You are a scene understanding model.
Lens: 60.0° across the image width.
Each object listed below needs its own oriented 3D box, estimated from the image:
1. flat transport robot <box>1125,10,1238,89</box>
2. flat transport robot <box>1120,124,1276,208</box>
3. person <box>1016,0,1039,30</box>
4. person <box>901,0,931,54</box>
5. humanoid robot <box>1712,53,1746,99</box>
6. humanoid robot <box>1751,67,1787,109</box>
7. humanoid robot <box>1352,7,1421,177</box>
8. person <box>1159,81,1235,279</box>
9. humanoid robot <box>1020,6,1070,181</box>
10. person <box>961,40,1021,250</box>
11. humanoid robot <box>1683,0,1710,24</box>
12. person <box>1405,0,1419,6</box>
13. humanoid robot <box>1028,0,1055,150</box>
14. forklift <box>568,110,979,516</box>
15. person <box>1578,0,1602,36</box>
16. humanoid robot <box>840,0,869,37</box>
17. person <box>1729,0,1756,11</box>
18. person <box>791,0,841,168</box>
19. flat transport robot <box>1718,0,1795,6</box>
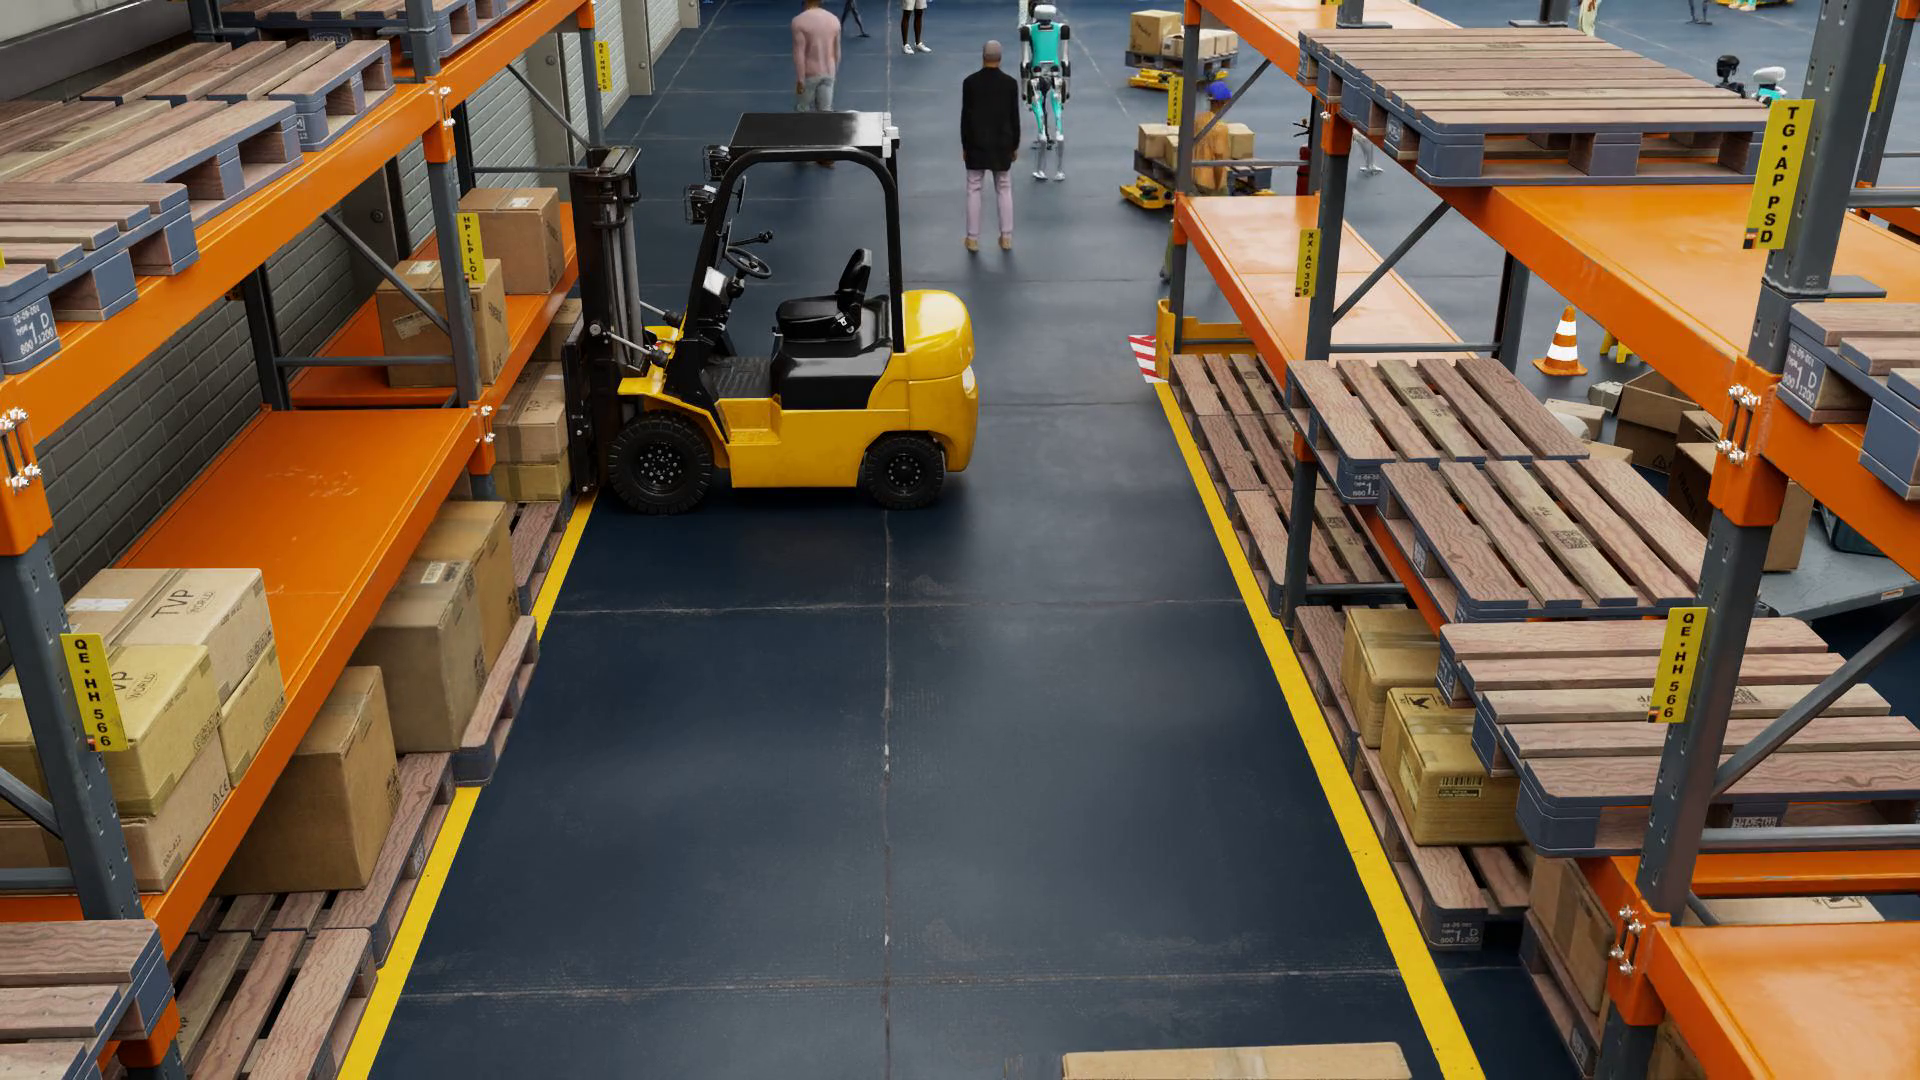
[{"bbox_3d":[3.013,-6.412,22.882,0.659,0.231,1.431,22,33,39],"label":"flat transport robot"},{"bbox_3d":[2.410,-3.561,16.844,1.431,0.231,0.659,-7,26,-15],"label":"flat transport robot"},{"bbox_3d":[1.139,-9.133,26.925,0.594,1.723,0.734,9,27,18],"label":"person"},{"bbox_3d":[-0.692,-8.285,24.942,0.544,1.899,0.377,-20,32,-36],"label":"person"},{"bbox_3d":[6.984,-3.685,15.466,0.586,1.640,0.567,-10,27,-21],"label":"humanoid robot"},{"bbox_3d":[6.531,-3.162,14.375,0.853,1.860,0.545,18,31,33],"label":"humanoid robot"},{"bbox_3d":[4.428,-4.668,17.594,0.763,1.877,0.543,0,25,0],"label":"humanoid robot"},{"bbox_3d":[2.097,-3.030,14.079,0.955,1.659,0.449,-15,29,-29],"label":"person"},{"bbox_3d":[0.918,-4.630,17.366,0.550,1.750,0.755,-2,25,-5],"label":"humanoid robot"},{"bbox_3d":[0.277,-3.529,14.949,0.538,1.840,0.422,0,25,0],"label":"person"},{"bbox_3d":[12.355,-9.413,27.589,0.506,1.642,0.609,15,29,28],"label":"humanoid robot"},{"bbox_3d":[6.245,-7.666,23.719,0.616,1.812,0.562,9,27,18],"label":"person"},{"bbox_3d":[0.924,-5.278,18.837,0.352,1.648,0.587,6,26,13],"label":"humanoid robot"},{"bbox_3d":[-1.043,-1.379,9.976,2.313,2.155,1.214,-1,25,-2],"label":"forklift"},{"bbox_3d":[9.008,-7.695,23.723,0.413,1.878,0.606,5,26,10],"label":"person"},{"bbox_3d":[-1.797,-8.868,26.477,0.770,1.628,0.599,11,27,21],"label":"humanoid robot"},{"bbox_3d":[13.939,-10.285,29.157,0.373,1.917,0.488,-5,26,-10],"label":"person"},{"bbox_3d":[-1.545,-5.018,18.024,0.648,1.896,0.681,-17,30,-32],"label":"person"},{"bbox_3d":[14.465,-9.847,30.156,1.431,0.231,0.659,-16,30,-30],"label":"flat transport robot"}]
